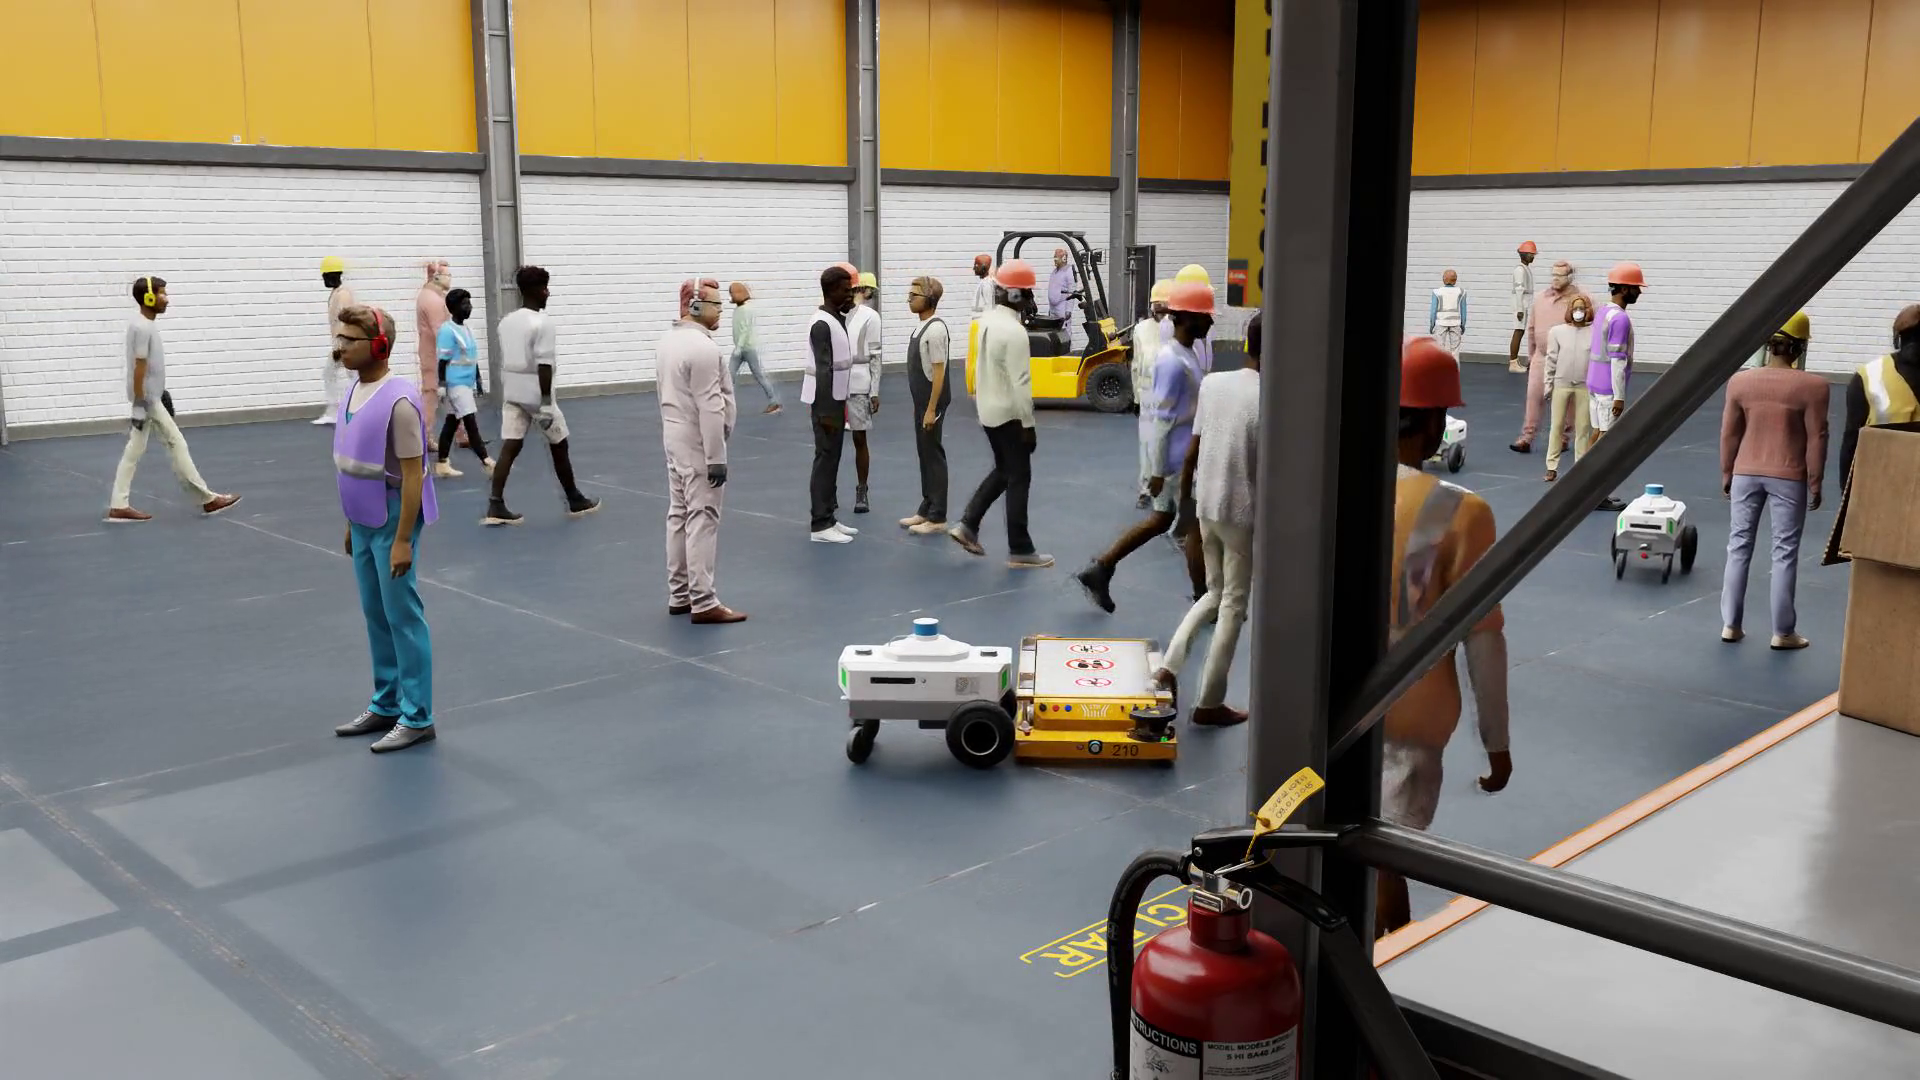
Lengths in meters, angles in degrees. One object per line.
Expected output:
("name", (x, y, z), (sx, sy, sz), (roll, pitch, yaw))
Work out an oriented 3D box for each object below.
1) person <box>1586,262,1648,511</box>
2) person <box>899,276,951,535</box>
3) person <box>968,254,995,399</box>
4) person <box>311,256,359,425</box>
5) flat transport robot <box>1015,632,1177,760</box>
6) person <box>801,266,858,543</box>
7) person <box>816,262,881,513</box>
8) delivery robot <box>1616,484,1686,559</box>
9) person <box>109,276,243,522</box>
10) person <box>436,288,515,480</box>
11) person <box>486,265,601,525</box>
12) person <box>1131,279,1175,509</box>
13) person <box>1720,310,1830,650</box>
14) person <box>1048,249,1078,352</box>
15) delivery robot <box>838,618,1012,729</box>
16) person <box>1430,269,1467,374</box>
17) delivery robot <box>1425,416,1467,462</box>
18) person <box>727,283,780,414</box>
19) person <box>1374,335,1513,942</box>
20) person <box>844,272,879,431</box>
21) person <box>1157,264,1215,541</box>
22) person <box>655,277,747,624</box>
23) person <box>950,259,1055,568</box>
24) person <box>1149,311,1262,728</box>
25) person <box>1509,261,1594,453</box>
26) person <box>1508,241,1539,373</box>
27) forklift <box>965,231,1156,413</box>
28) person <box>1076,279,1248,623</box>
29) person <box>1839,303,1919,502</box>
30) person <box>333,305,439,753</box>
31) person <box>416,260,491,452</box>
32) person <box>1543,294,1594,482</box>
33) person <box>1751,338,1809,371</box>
("person", (5.087, -1.185, 12.931), (0.389, 1.930, 0.539), (1, 10, 6))
("person", (-0.242, -0.959, 11.908), (0.346, 1.847, 0.505), (-2, 11, -12))
("person", (0.301, -2.776, 21.712), (0.355, 1.883, 0.576), (-1, 10, -4))
("person", (-6.959, -2.199, 18.522), (0.793, 1.893, 0.610), (-6, 12, -29))
("flat transport robot", (0.585, 0.662, 7.362), (0.652, 0.197, 1.431), (1, 10, 3))
("person", (-0.919, -0.946, 11.643), (0.372, 1.914, 0.597), (1, 10, 4))
("person", (-0.880, -1.163, 12.793), (0.543, 1.928, 0.372), (2, 11, 9))
("delivery robot", (4.385, -0.109, 10.539), (0.477, 0.478, 0.707), (6, 12, 28))
("person", (-5.972, -1.050, 12.469), (0.966, 1.816, 0.549), (-6, 12, -30))
("person", (-4.254, -1.349, 14.494), (0.830, 1.658, 0.555), (1, 10, 5))
("person", (-3.171, -1.078, 12.375), (0.622, 1.914, 0.998), (8, 13, 37))
("person", (1.648, -1.178, 13.261), (0.604, 1.791, 0.908), (4, 11, 22))
("person", (4.212, -0.318, 8.628), (0.331, 1.768, 0.527), (-9, 14, -41))
("person", (1.628, -3.775, 27.096), (0.410, 1.909, 0.643), (-6, 12, -30))
("delivery robot", (-0.142, 0.566, 6.856), (0.707, 0.478, 0.477), (0, 10, 3))
("person", (7.079, -3.099, 24.137), (0.518, 1.639, 0.312), (1, 10, 6))
("delivery robot", (4.396, -0.972, 15.240), (0.477, 0.478, 0.707), (6, 12, 30))
("person", (-2.556, -2.265, 19.767), (0.897, 1.582, 0.499), (-6, 12, -31))
("person", (1.142, 0.420, 4.294), (0.969, 1.882, 0.560), (-9, 14, -40))
("person", (-1.117, -2.037, 18.090), (0.483, 1.730, 0.525), (3, 11, 14))
("person", (1.606, -0.966, 11.724), (0.365, 1.928, 0.585), (7, 12, 33))
("person", (-1.432, -0.495, 9.217), (0.399, 1.904, 0.644), (-6, 12, -30))
("person", (0.296, -0.793, 10.622), (0.572, 1.980, 0.676), (-4, 11, -21))
("person", (1.153, -0.070, 7.096), (0.534, 1.827, 0.581), (-8, 13, -38))
("person", (5.739, -1.754, 16.146), (0.678, 1.870, 0.914), (10, 14, 42))
("person", (8.764, -3.616, 25.861), (0.372, 2.040, 0.616), (5, 11, 24))
("forklift", (1.222, -2.721, 20.561), (2.313, 2.155, 1.214), (2, 11, 13))
("person", (1.117, -0.477, 9.140), (0.902, 1.913, 0.552), (2, 11, 11))
("person", (4.695, -0.267, 8.225), (0.635, 1.811, 0.706), (4, 11, 19))
("person", (-2.399, -0.049, 6.947), (0.390, 1.844, 0.565), (-10, 14, -42))
("person", (-5.007, -1.795, 16.364), (0.836, 1.875, 0.682), (-3, 11, -17))
("person", (5.309, -1.308, 14.387), (0.499, 1.633, 0.286), (4, 11, 18))
("person", (6.813, -1.223, 13.895), (0.518, 1.645, 0.307), (-2, 11, -12))
